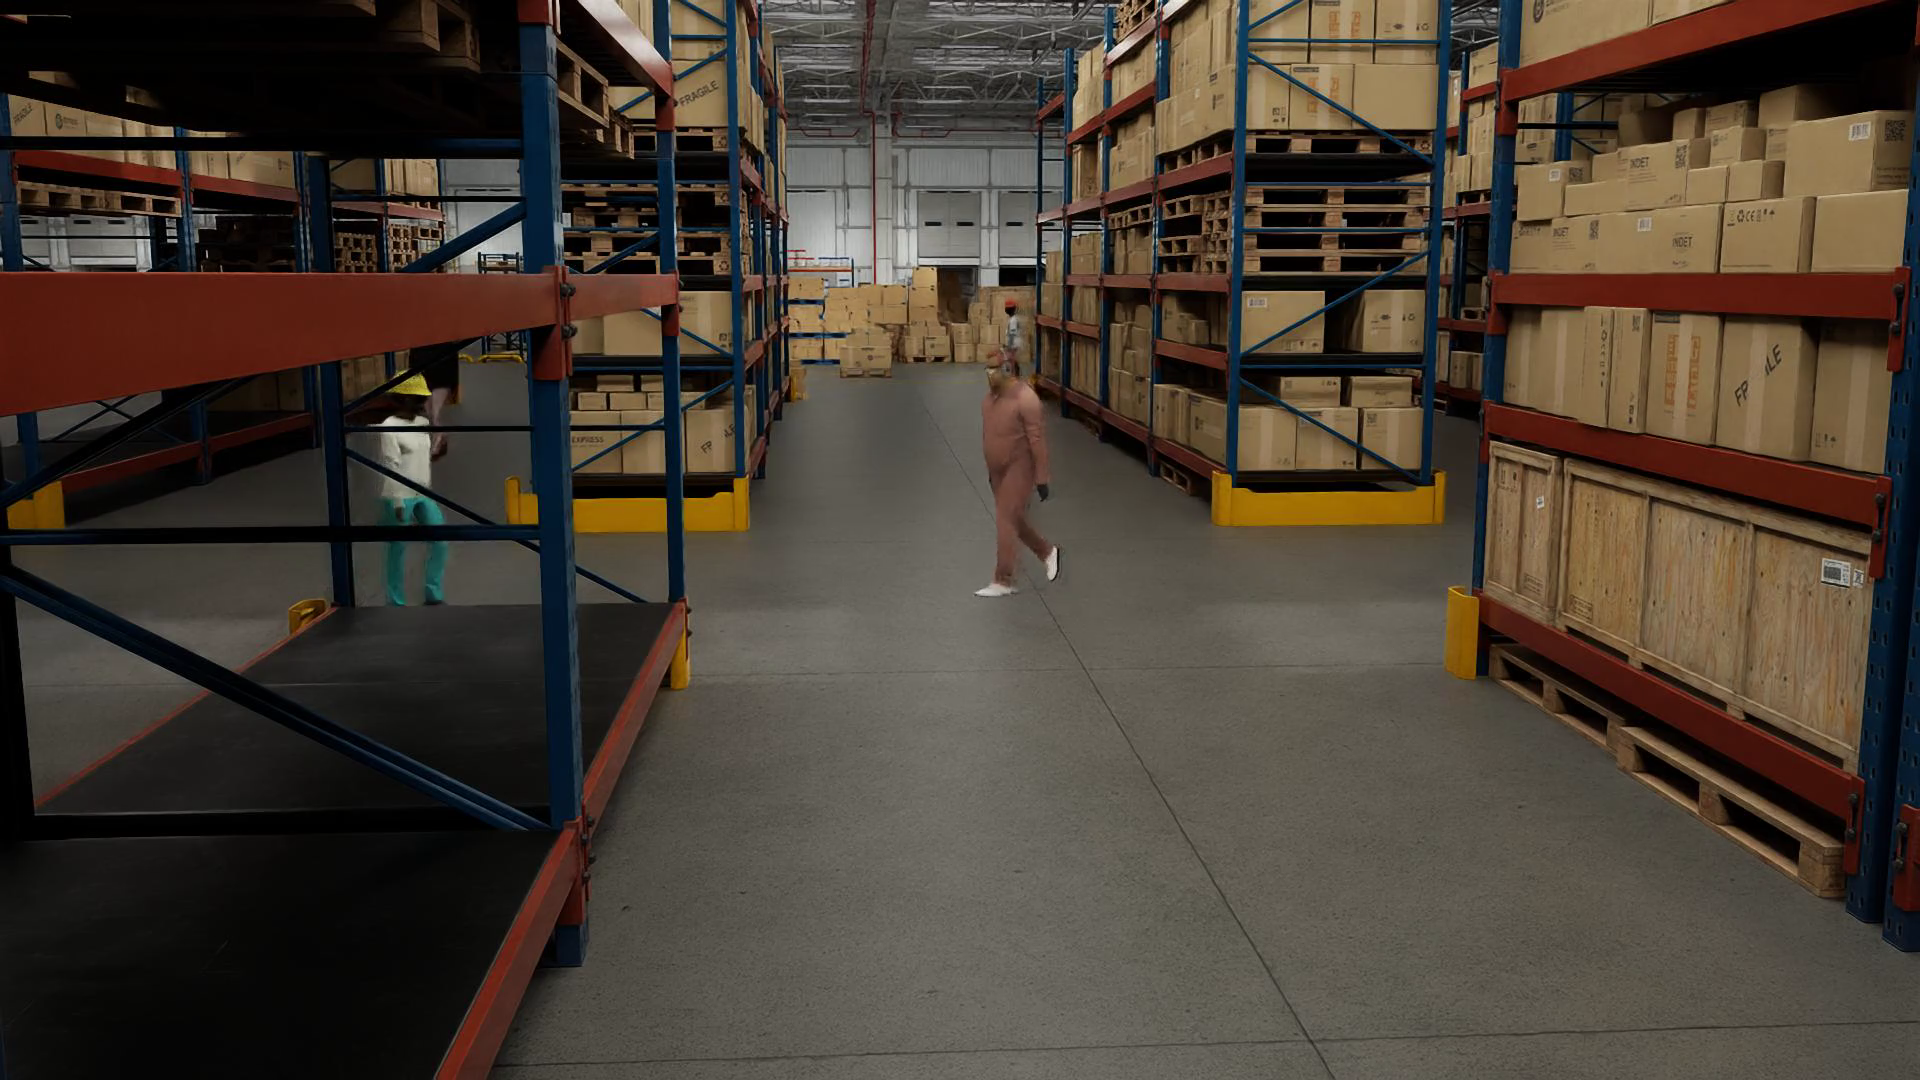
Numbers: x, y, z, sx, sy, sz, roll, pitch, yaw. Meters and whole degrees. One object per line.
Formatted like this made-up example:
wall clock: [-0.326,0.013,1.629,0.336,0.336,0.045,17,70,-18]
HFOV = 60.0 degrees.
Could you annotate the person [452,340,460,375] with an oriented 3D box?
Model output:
person: [-12.364,-4.976,40.233,0.613,1.963,0.361,2,9,15]

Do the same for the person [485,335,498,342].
person: [-16.996,-8.119,60.044,0.605,1.943,0.402,8,12,42]

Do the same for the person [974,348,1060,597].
person: [0.461,-0.525,12.606,0.808,1.871,0.681,-5,10,-30]

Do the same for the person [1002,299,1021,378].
person: [0.963,-3.953,33.947,0.649,1.919,0.570,0,9,0]

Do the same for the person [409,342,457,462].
person: [-6.858,-2.029,21.748,0.606,1.968,0.917,1,9,8]

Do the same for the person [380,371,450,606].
person: [-3.754,-0.291,11.487,0.583,1.746,0.541,4,10,22]
